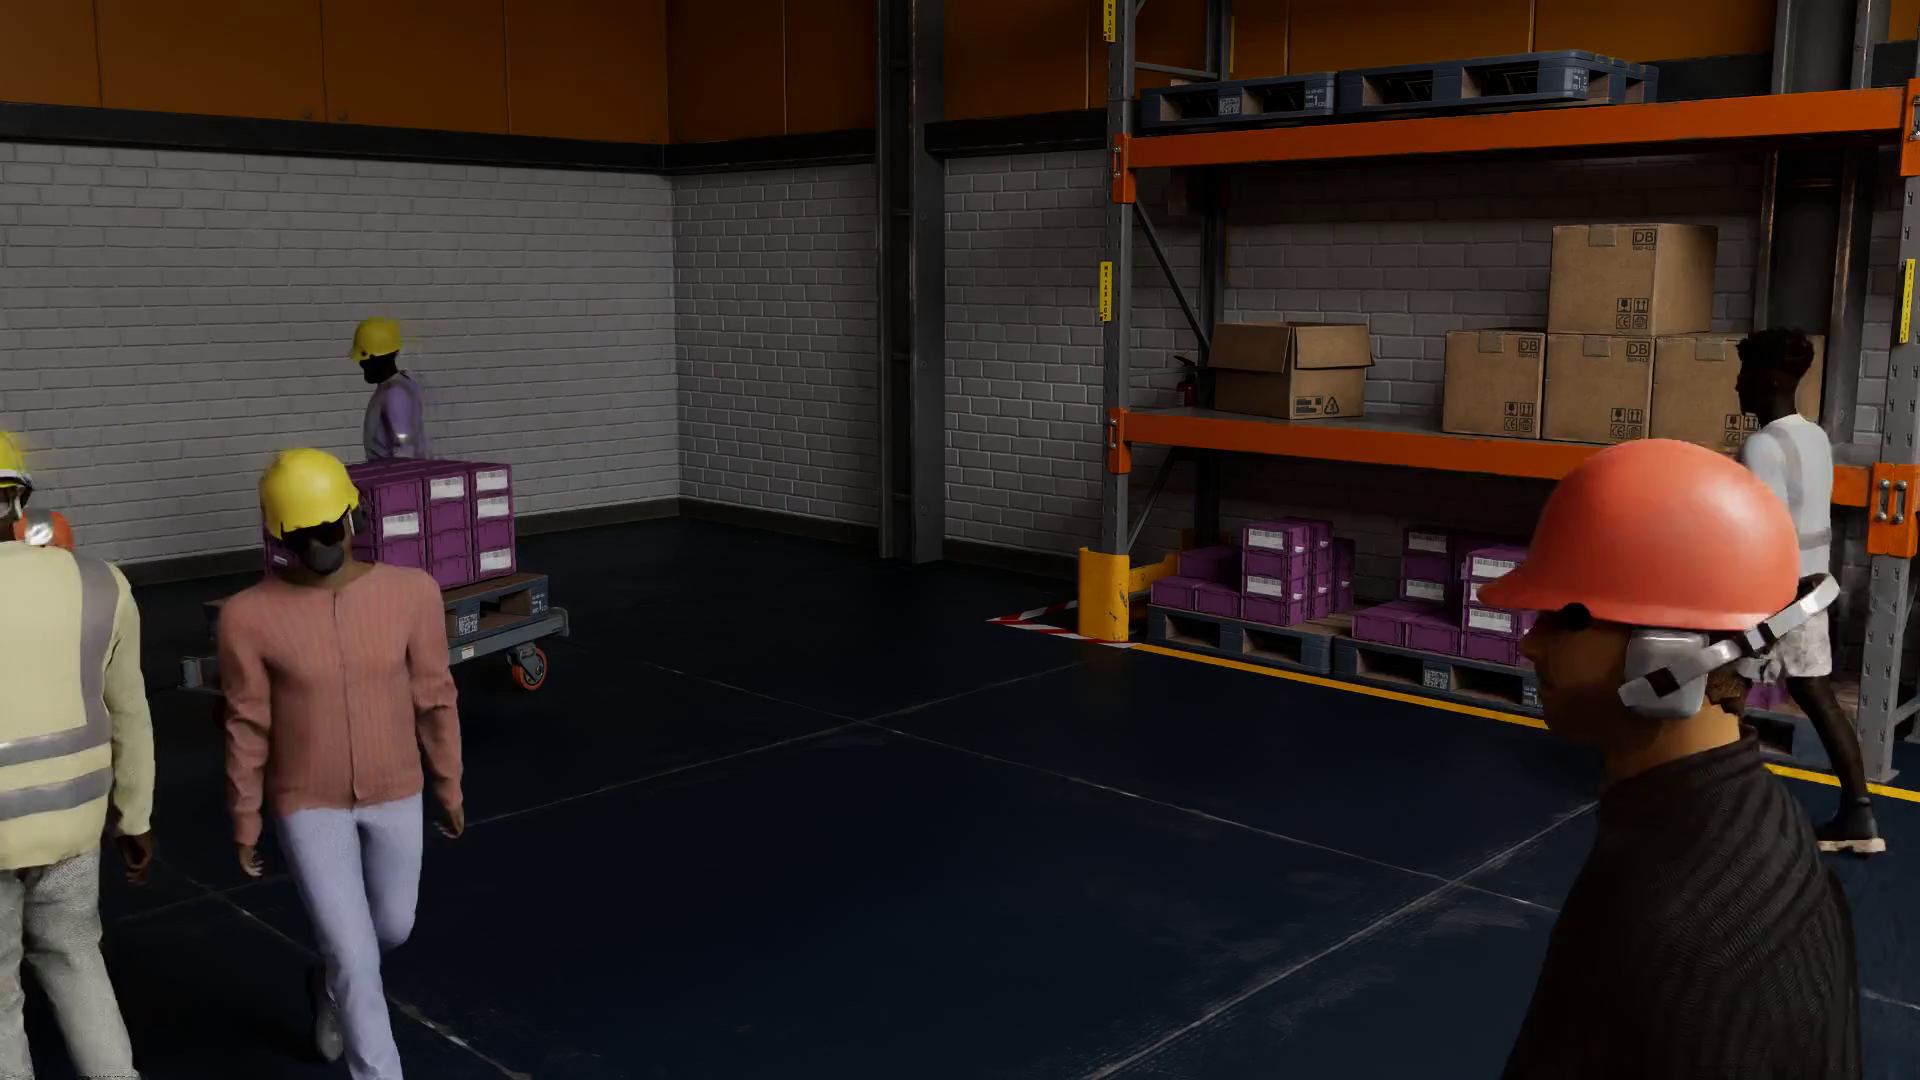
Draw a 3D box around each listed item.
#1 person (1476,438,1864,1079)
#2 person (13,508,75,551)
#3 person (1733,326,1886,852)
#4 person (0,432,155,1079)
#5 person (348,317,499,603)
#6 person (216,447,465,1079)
[{"bbox_3d":[0.794,0.868,1.755,0.988,1.958,0.615,4,10,21],"label":"person"},{"bbox_3d":[-3.022,0.441,5.227,0.549,1.667,0.629,-3,10,-17],"label":"person"},{"bbox_3d":[2.973,0.175,6.131,0.615,1.915,1.029,-8,12,-39],"label":"person"},{"bbox_3d":[-2.080,0.628,3.625,0.431,1.815,0.602,8,12,39],"label":"person"},{"bbox_3d":[-2.955,-0.271,9.013,0.890,1.877,0.621,-2,10,-15],"label":"person"},{"bbox_3d":[-1.521,0.609,4.077,0.535,1.723,0.758,-6,11,-34],"label":"person"}]
